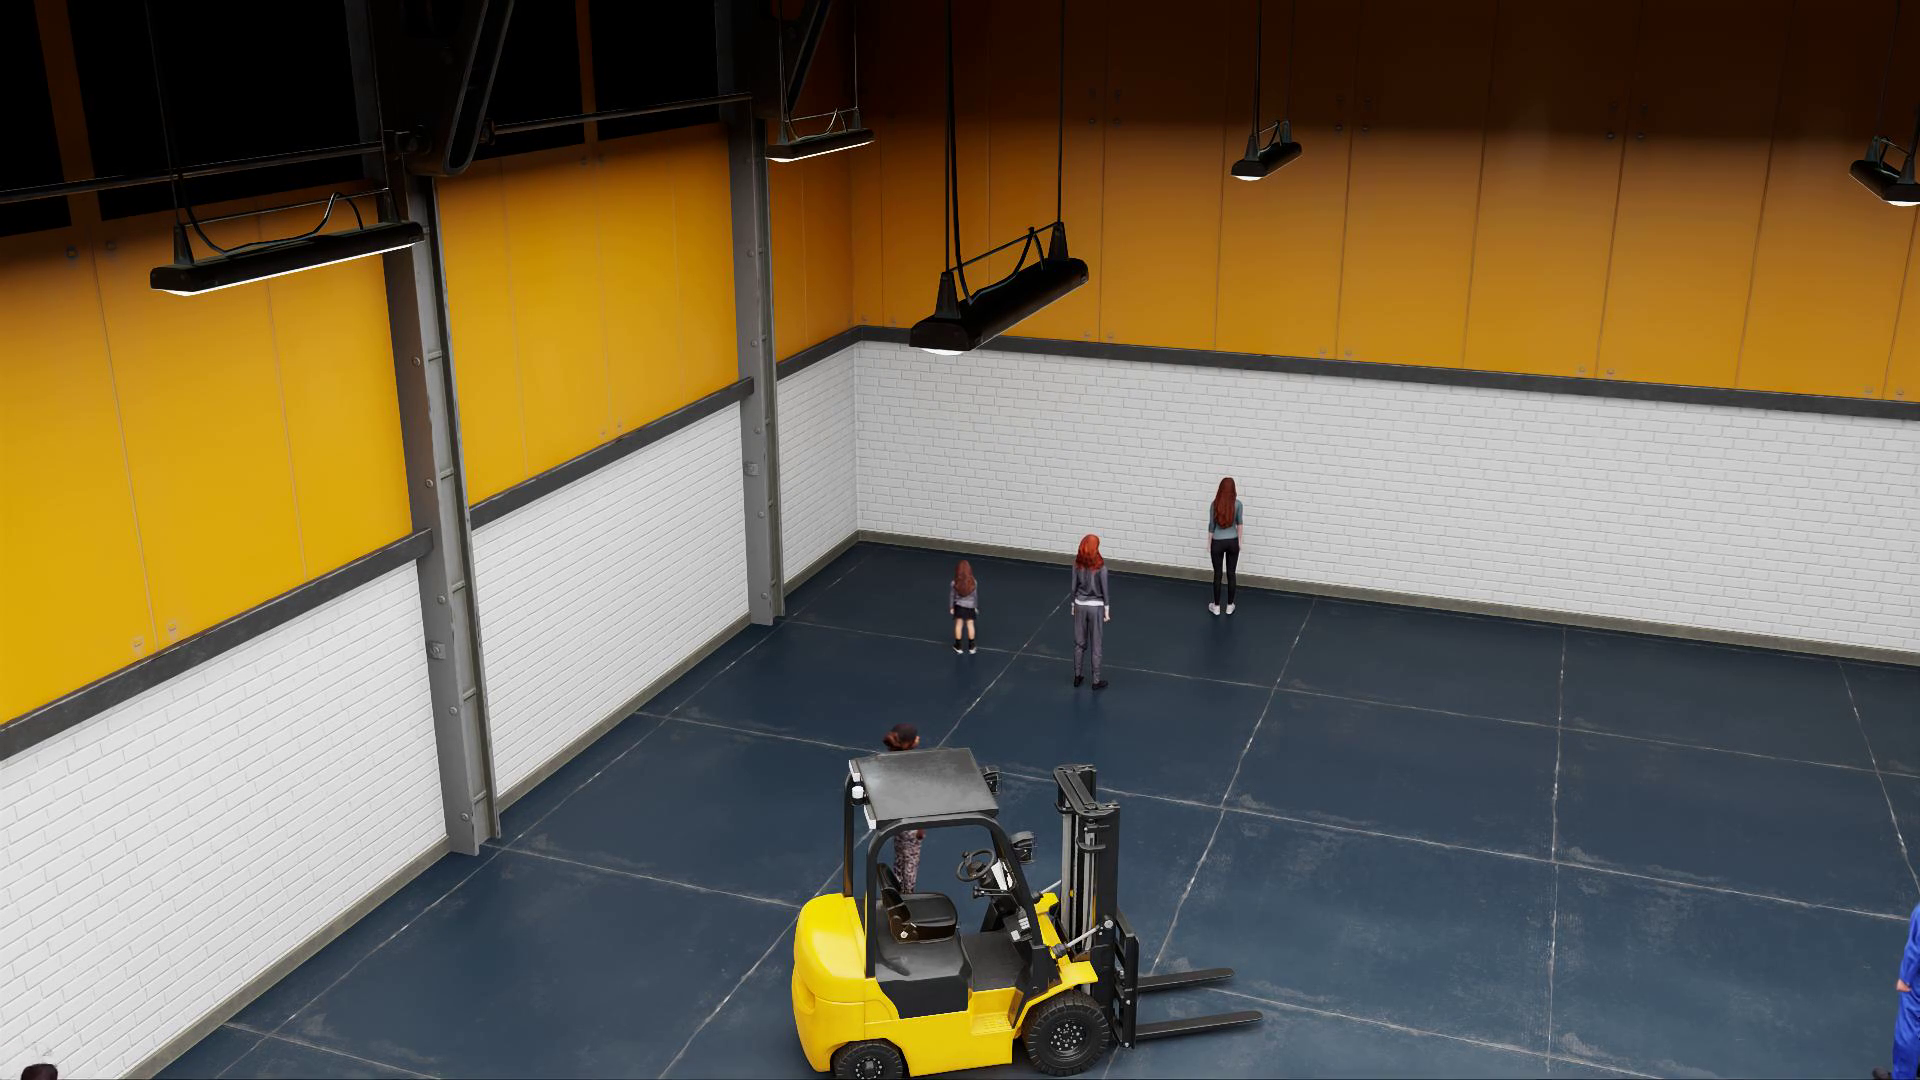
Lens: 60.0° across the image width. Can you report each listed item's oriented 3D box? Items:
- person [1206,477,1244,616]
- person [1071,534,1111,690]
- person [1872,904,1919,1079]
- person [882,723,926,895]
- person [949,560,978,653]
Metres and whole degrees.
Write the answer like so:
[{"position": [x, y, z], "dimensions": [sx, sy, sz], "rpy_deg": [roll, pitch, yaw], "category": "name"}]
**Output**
[{"position": [3.259, 0.066, 20.488], "dimensions": [0.661, 1.743, 0.645], "rpy_deg": [0, 19, -1], "category": "person"}, {"position": [1.423, 0.780, 18.311], "dimensions": [0.611, 1.779, 0.524], "rpy_deg": [10, 21, 26], "category": "person"}, {"position": [6.794, 3.015, 11.604], "dimensions": [0.778, 1.823, 0.825], "rpy_deg": [-8, 20, -21], "category": "person"}, {"position": [-0.445, 2.311, 13.868], "dimensions": [0.744, 1.713, 0.681], "rpy_deg": [-8, 20, -22], "category": "person"}, {"position": [0.046, 0.761, 19.427], "dimensions": [0.536, 1.103, 0.553], "rpy_deg": [-2, 19, -5], "category": "person"}]
